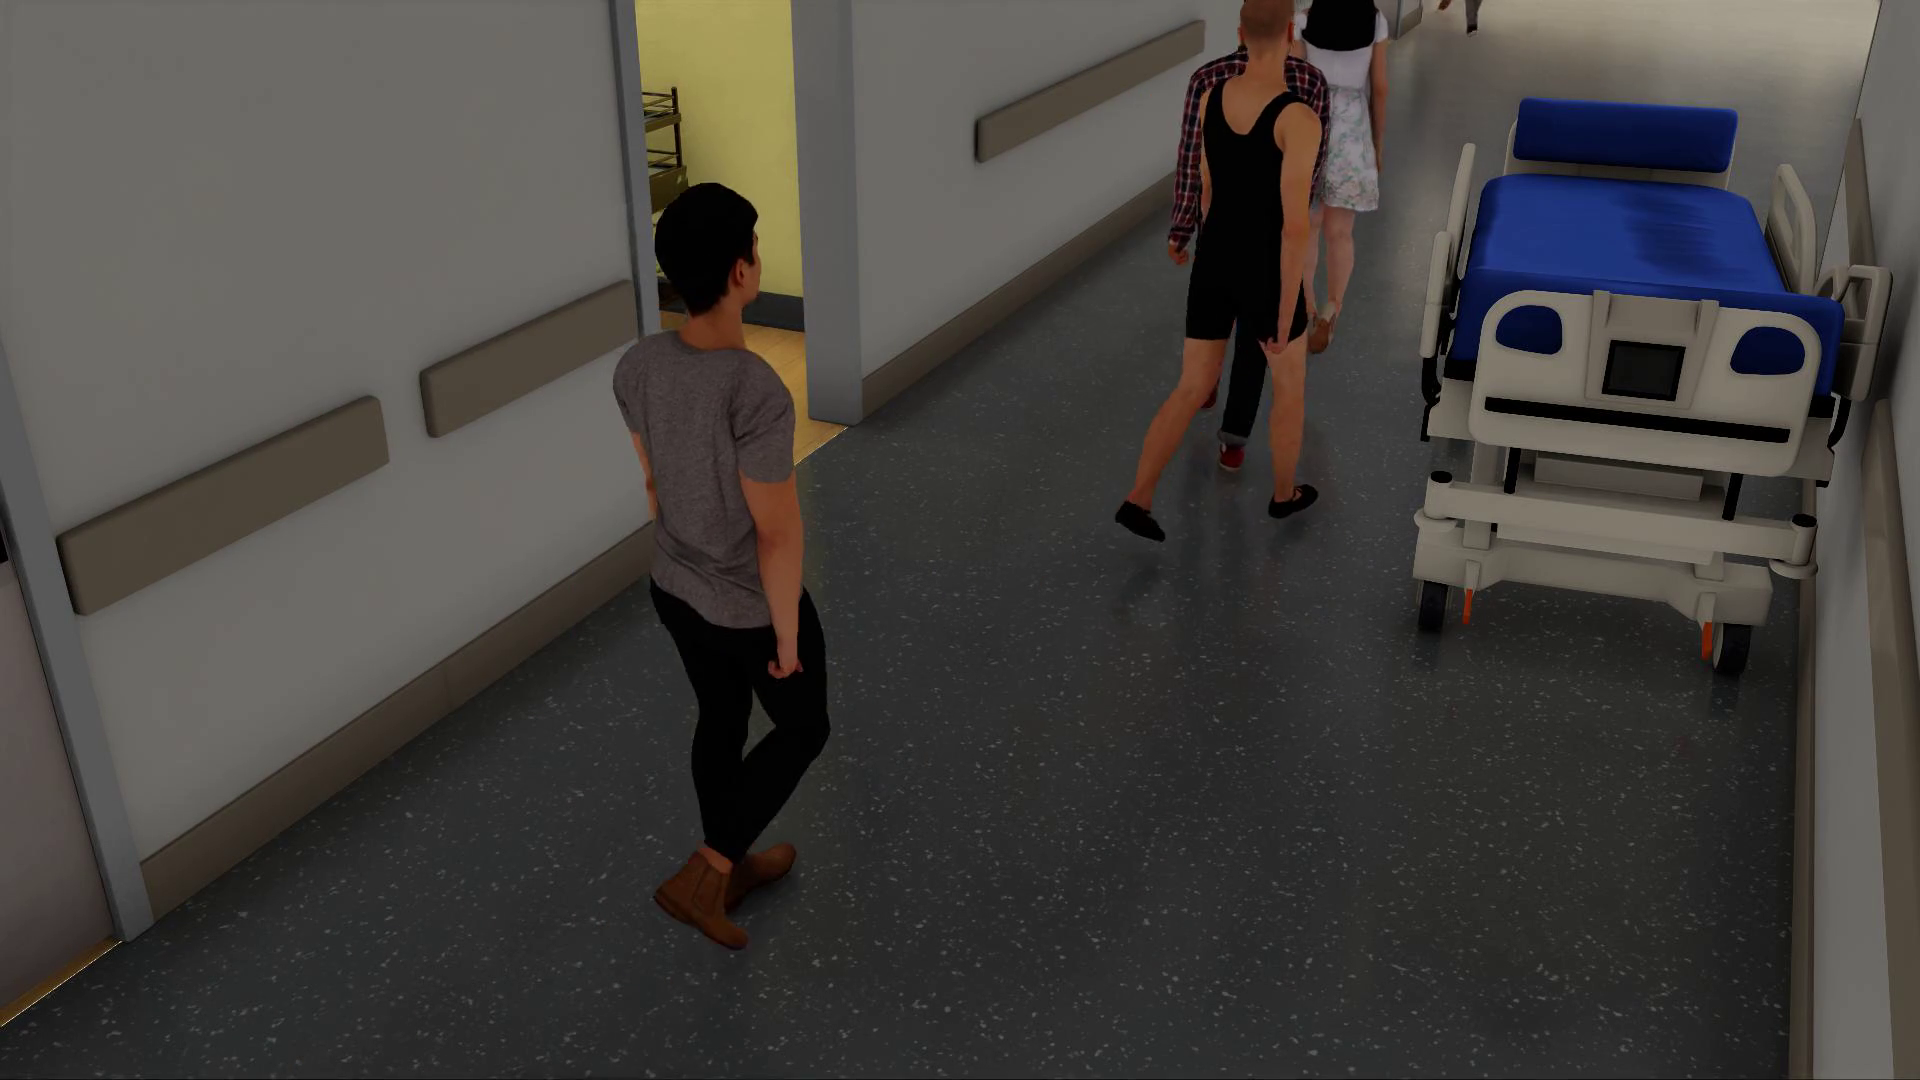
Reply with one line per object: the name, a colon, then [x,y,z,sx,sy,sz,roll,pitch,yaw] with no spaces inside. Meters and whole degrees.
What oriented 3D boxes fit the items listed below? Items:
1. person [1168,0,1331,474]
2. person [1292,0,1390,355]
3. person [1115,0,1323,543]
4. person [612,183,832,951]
person: [1.030,-1.085,5.989,1.099,1.735,0.938,4,26,8]
person: [1.566,-1.586,7.024,1.140,1.737,0.833,5,26,11]
person: [0.838,-0.803,5.357,1.158,1.774,0.968,23,34,39]
person: [-0.547,0.130,3.497,0.763,1.709,0.753,18,31,32]
